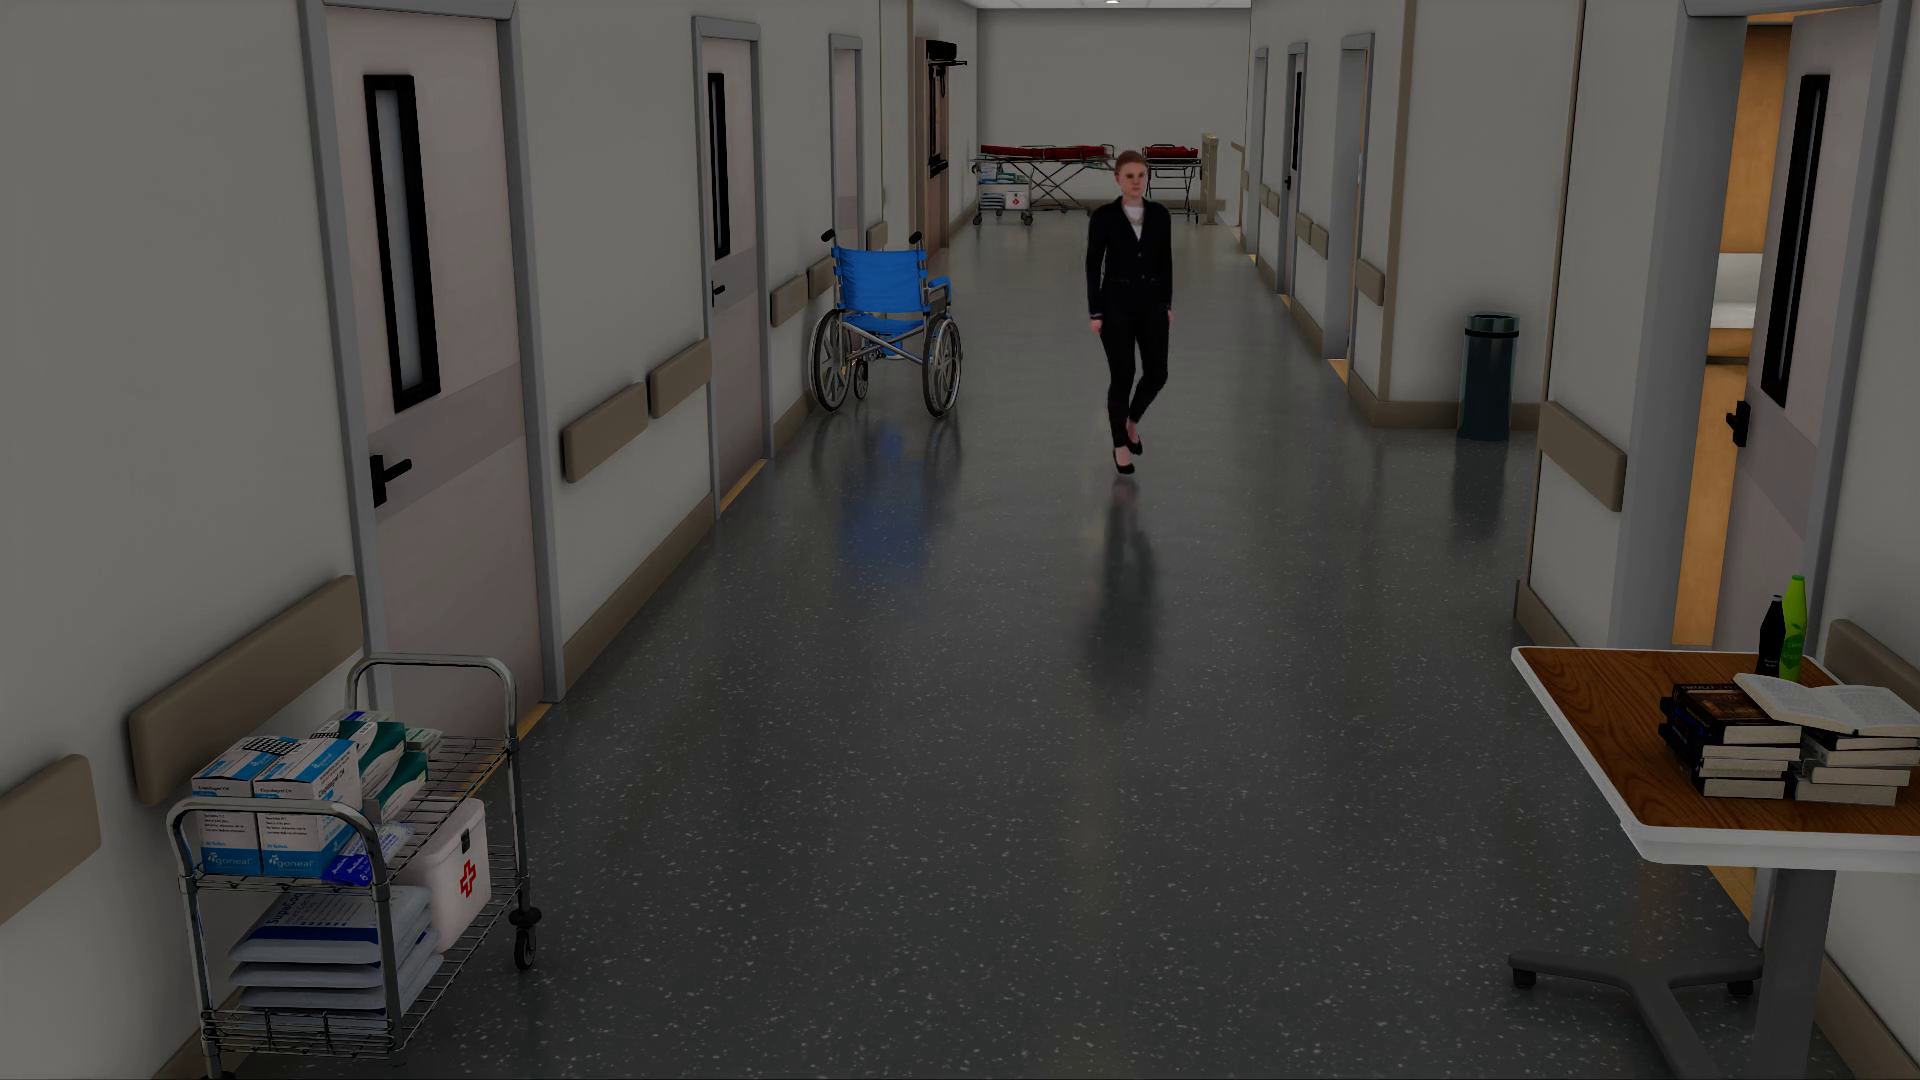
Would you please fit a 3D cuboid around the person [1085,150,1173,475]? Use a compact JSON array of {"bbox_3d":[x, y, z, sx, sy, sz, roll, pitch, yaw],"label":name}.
[{"bbox_3d":[0.871,-1.189,8.753,0.734,1.675,0.751,-4,16,-14],"label":"person"}]
